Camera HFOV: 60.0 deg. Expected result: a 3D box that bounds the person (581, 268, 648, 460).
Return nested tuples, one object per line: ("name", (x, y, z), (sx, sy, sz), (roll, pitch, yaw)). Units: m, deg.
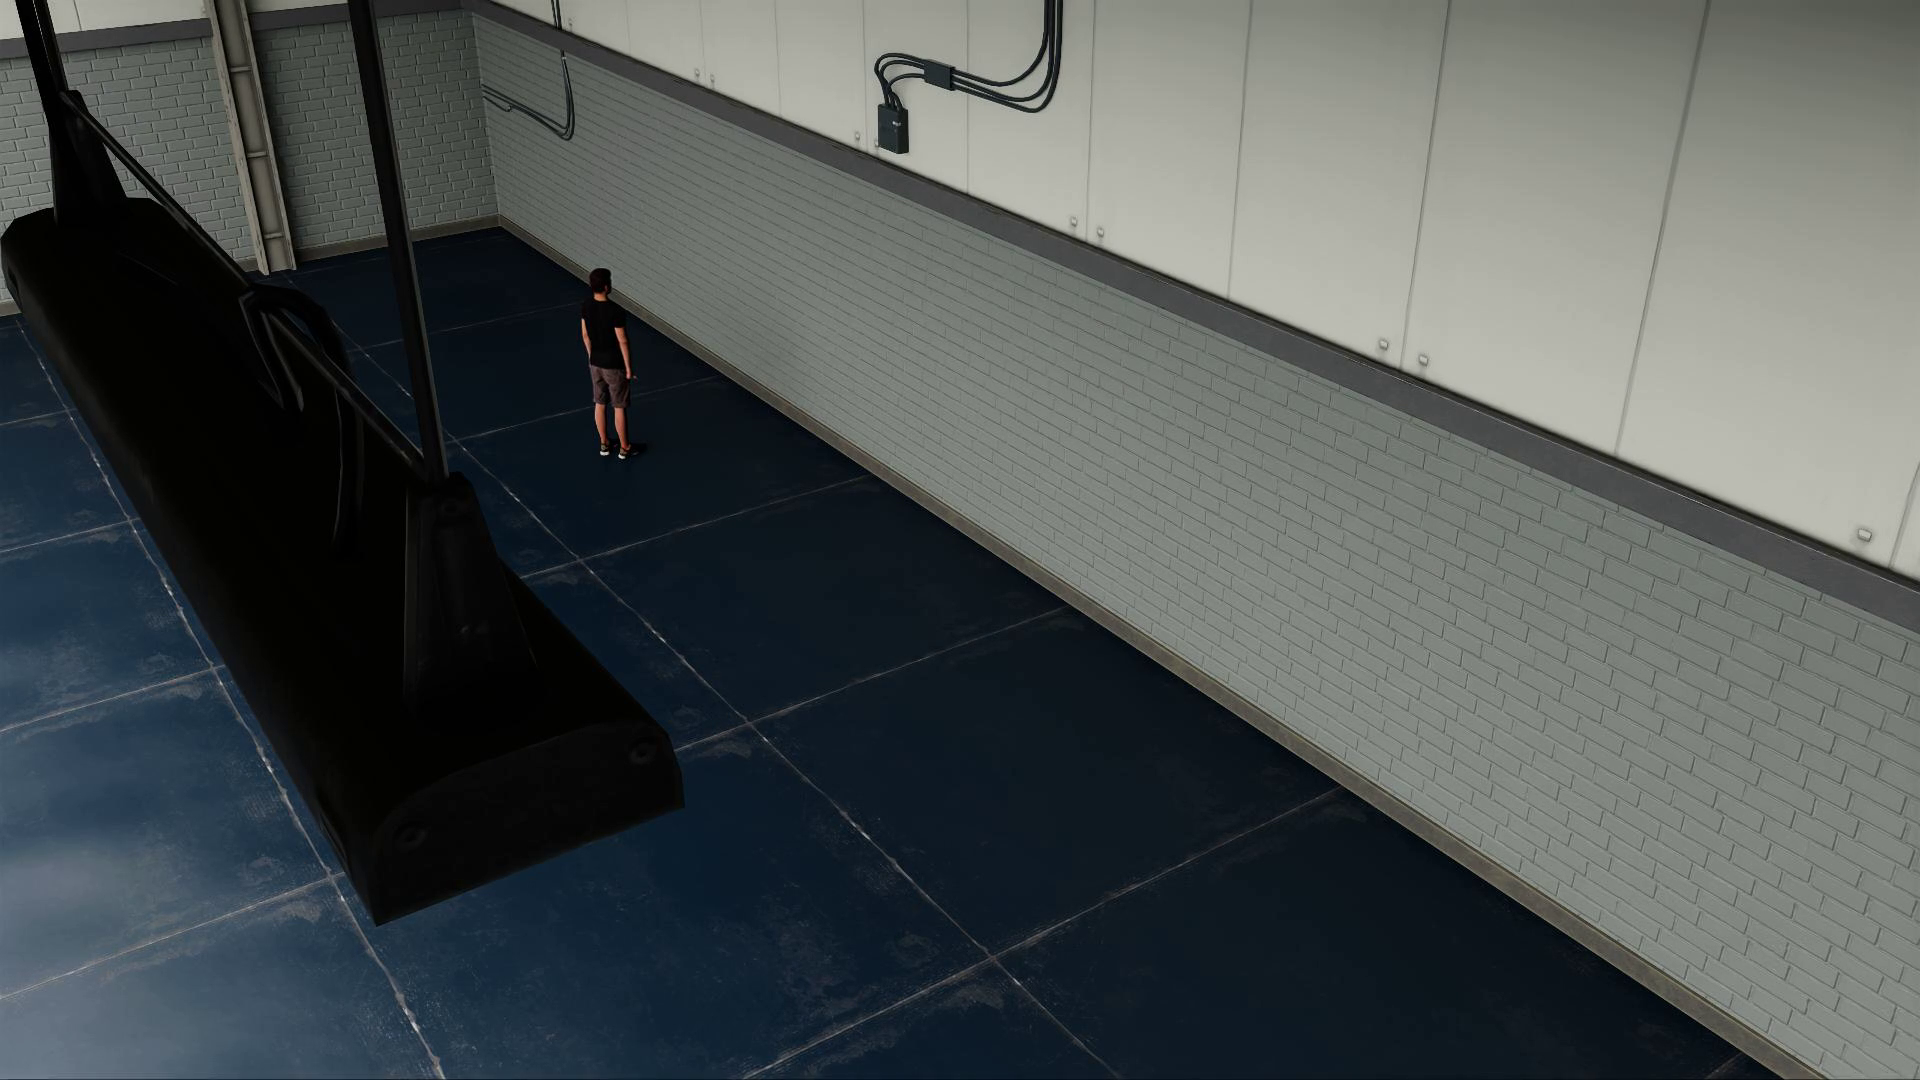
("person", (-3.328, -1.673, 15.699), (0.758, 1.861, 0.751), (14, 31, 25))
